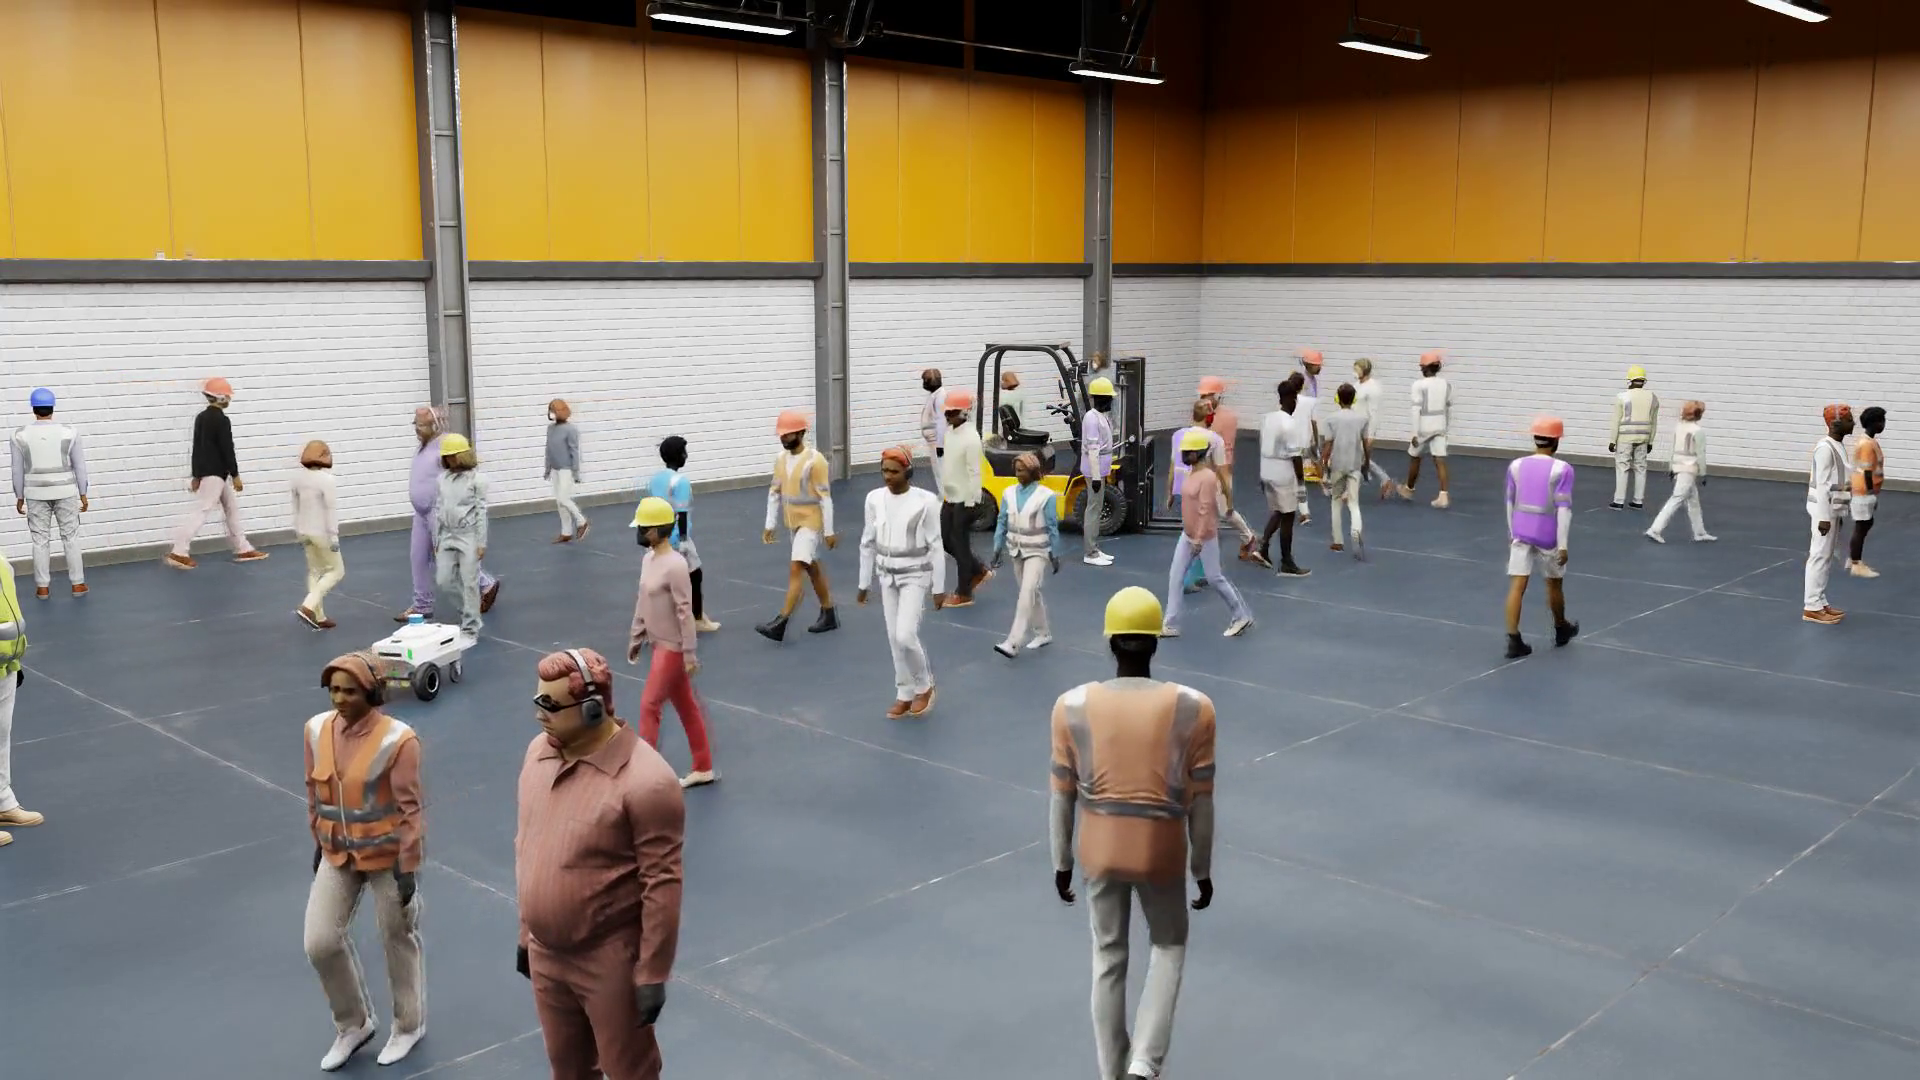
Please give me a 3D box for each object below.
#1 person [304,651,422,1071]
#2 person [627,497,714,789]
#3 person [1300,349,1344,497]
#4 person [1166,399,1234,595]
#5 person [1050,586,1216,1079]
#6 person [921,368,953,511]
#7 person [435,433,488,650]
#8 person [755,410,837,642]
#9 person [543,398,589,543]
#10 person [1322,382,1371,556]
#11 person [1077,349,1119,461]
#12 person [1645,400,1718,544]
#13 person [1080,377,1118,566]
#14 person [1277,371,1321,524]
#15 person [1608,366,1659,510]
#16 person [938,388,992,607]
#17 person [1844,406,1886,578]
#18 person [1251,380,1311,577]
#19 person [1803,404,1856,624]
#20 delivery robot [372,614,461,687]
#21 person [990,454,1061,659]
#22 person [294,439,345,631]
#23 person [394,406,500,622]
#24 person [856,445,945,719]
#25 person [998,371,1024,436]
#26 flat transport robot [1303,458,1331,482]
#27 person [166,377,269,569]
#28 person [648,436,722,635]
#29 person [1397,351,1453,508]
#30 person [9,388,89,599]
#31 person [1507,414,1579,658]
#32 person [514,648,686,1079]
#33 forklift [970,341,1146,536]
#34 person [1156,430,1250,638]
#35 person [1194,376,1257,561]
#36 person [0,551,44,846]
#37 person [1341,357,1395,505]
[{"bbox_3d":[-2.242,1.215,6.251,0.539,1.617,0.501,3,10,17],"label":"person"},{"bbox_3d":[-1.789,0.622,9.534,0.831,1.727,0.542,-5,10,-27],"label":"person"},{"bbox_3d":[4.601,-1.559,22.221,1.084,1.982,0.665,7,12,37],"label":"person"},{"bbox_3d":[2.296,-0.411,15.613,0.804,1.812,0.597,-8,12,-41],"label":"person"},{"bbox_3d":[0.613,1.118,5.969,0.596,1.908,0.444,2,9,12],"label":"person"},{"bbox_3d":[-0.266,-1.208,20.514,0.432,1.825,0.649,-1,9,-8],"label":"person"},{"bbox_3d":[-3.993,0.007,13.333,0.488,1.735,0.402,4,10,21],"label":"person"},{"bbox_3d":[-1.369,-0.118,13.610,1.010,1.879,0.546,-9,13,-44],"label":"person"},{"bbox_3d":[-4.403,-0.760,18.386,0.502,1.623,0.358,9,13,43],"label":"person"},{"bbox_3d":[4.095,-0.746,17.592,0.527,1.845,0.760,0,9,3],"label":"person"},{"bbox_3d":[1.989,-1.768,23.703,0.642,1.908,0.937,7,12,37],"label":"person"},{"bbox_3d":[7.992,-0.751,18.365,0.850,1.601,0.534,-1,9,-4],"label":"person"},{"bbox_3d":[1.429,-0.708,17.114,0.369,1.927,0.589,2,9,10],"label":"person"},{"bbox_3d":[4.039,-1.108,19.955,0.532,1.810,1.027,-2,9,-11],"label":"person"},{"bbox_3d":[8.461,-1.277,20.931,0.596,1.826,0.403,-1,9,-7],"label":"person"},{"bbox_3d":[0.023,-0.379,14.961,0.520,1.974,0.627,-4,10,-23],"label":"person"},{"bbox_3d":[8.933,-0.475,16.402,0.336,1.695,0.562,6,11,31],"label":"person"},{"bbox_3d":[3.173,-0.609,16.436,0.444,1.944,0.696,-3,10,-18],"label":"person"},{"bbox_3d":[7.487,-0.230,14.314,0.351,1.884,0.581,7,11,36],"label":"person"},{"bbox_3d":[-3.893,0.774,11.934,0.477,0.478,0.707,2,10,13],"label":"delivery robot"},{"bbox_3d":[0.480,0.125,13.027,0.529,1.588,0.882,8,12,41],"label":"person"},{"bbox_3d":[-5.393,-0.024,13.857,0.512,1.619,0.428,6,11,31],"label":"person"},{"bbox_3d":[-4.461,-0.231,14.358,0.806,1.878,0.652,-8,13,-42],"label":"person"},{"bbox_3d":[-0.398,0.292,11.163,0.596,1.868,0.433,7,11,36],"label":"person"},{"bbox_3d":[0.705,-1.543,23.196,0.662,1.617,0.511,8,12,41],"label":"person"},{"bbox_3d":[5.185,-1.019,24.086,0.652,0.197,1.431,4,10,25],"label":"flat transport robot"},{"bbox_3d":[-7.658,-0.686,16.952,1.033,1.948,0.591,-8,12,-40],"label":"person"},{"bbox_3d":[-2.271,-0.027,13.680,0.707,1.668,0.557,-8,12,-41],"label":"person"},{"bbox_3d":[6.014,-1.416,21.315,0.633,1.984,1.044,-3,10,-16],"label":"person"},{"bbox_3d":[-8.372,-0.426,15.325,0.614,1.944,0.396,-4,10,-25],"label":"person"},{"bbox_3d":[4.616,-0.046,13.157,0.573,1.888,0.962,9,13,44],"label":"person"},{"bbox_3d":[-1.148,1.263,5.112,0.636,1.903,0.404,6,11,34],"label":"person"},{"bbox_3d":[0.977,-1.223,19.452,2.313,2.155,1.214,2,9,11],"label":"forklift"},{"bbox_3d":[1.992,-0.043,13.645,0.873,1.729,0.532,-3,10,-20],"label":"person"},{"bbox_3d":[2.655,-0.708,17.031,0.913,1.963,0.613,-7,12,-37],"label":"person"},{"bbox_3d":[-5.189,0.686,8.828,0.429,1.844,0.625,0,9,0],"label":"person"},{"bbox_3d":[5.222,-1.396,21.383,0.848,1.915,0.643,-1,9,-7],"label":"person"}]
